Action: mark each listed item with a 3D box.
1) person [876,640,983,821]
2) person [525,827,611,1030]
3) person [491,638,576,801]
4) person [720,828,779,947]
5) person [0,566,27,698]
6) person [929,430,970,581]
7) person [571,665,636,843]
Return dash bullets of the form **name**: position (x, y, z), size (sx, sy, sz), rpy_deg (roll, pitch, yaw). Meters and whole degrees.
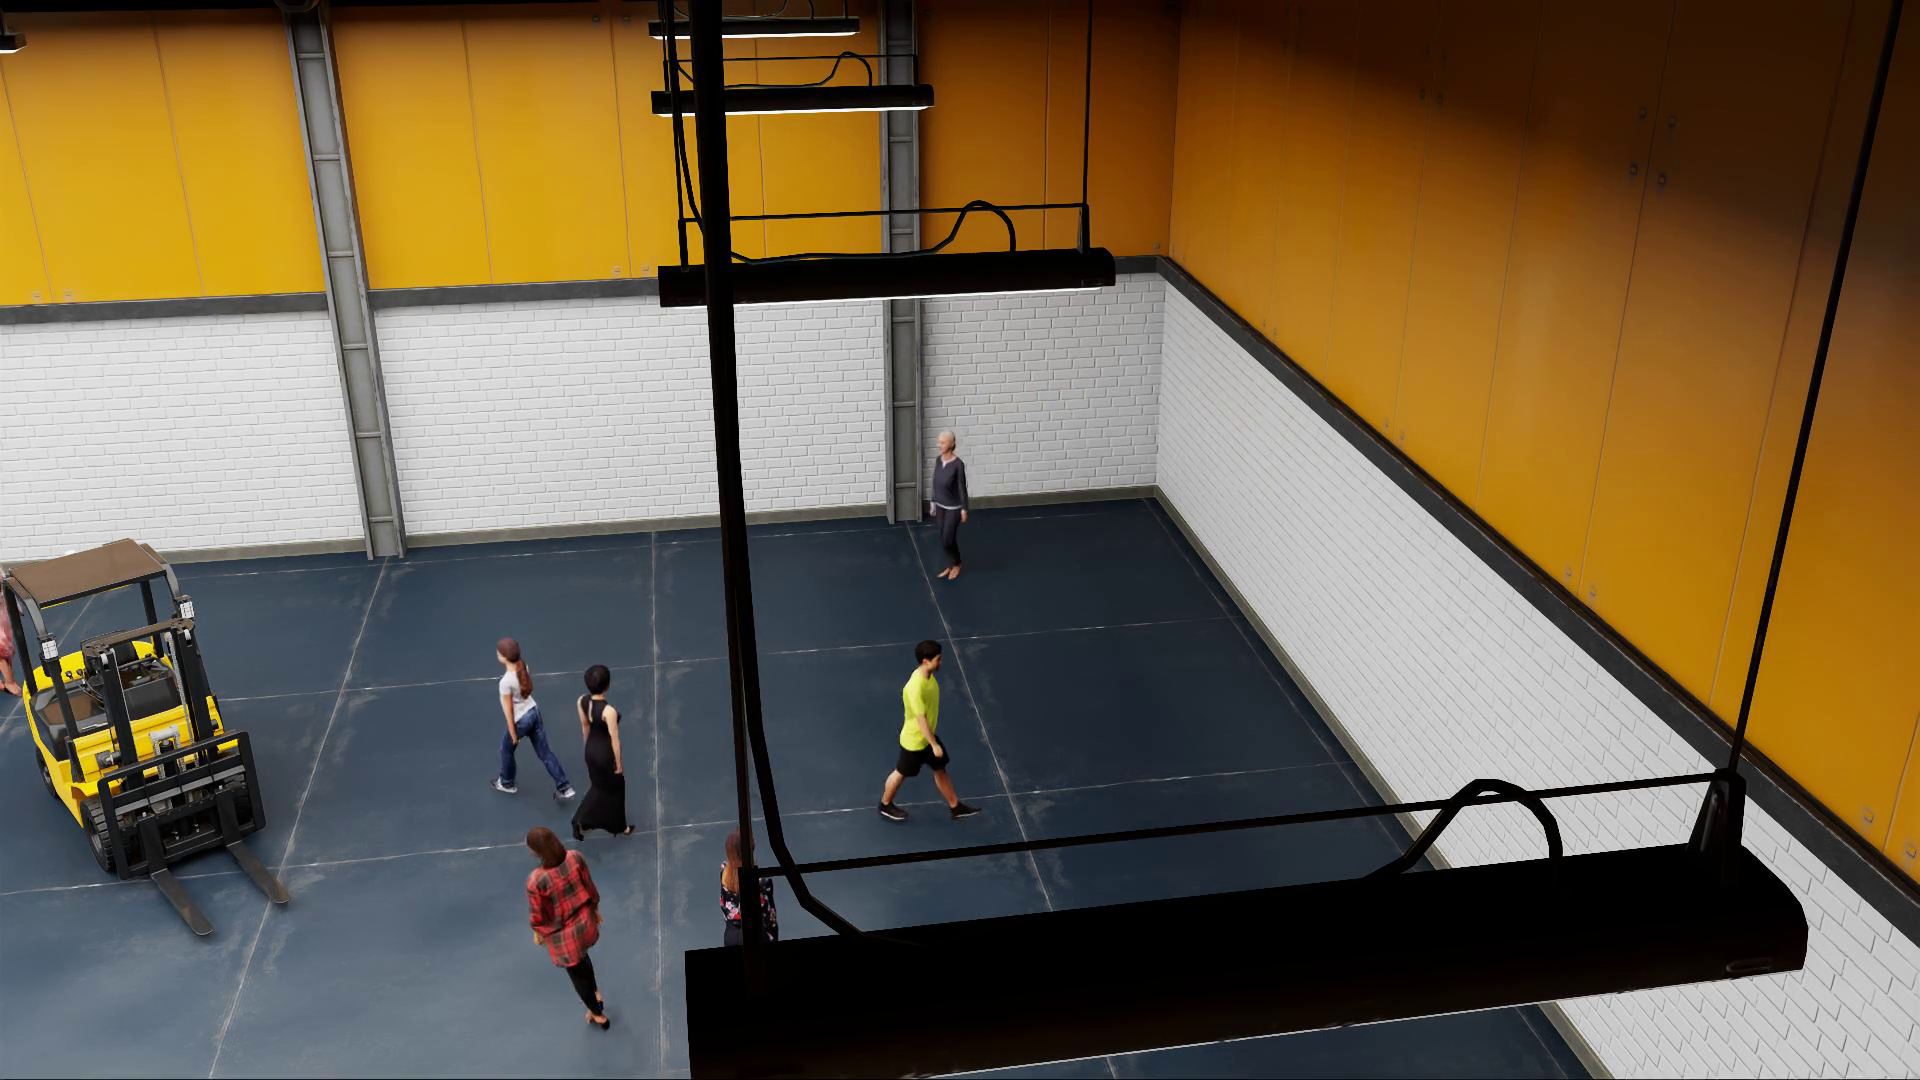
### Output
- **person**: position (-0.421, 1.616, 13.703), size (1.199, 1.655, 0.947), rpy_deg (6, 24, 14)
- **person**: position (-2.606, 2.681, 11.259), size (0.770, 1.661, 0.842), rpy_deg (-21, 31, -39)
- **person**: position (-3.624, 1.541, 14.034), size (1.125, 1.527, 0.980), rpy_deg (12, 27, 26)
- **person**: position (-1.432, 2.669, 11.261), size (0.627, 1.681, 0.707), rpy_deg (12, 27, 26)
- **person**: position (-9.271, 0.707, 15.757), size (0.809, 1.675, 0.747), rpy_deg (4, 24, 8)
- **person**: position (-0.060, -0.401, 18.241), size (0.771, 1.716, 0.747), rpy_deg (-21, 31, -39)
- **person**: position (-2.949, 1.780, 13.418), size (0.860, 1.582, 0.921), rpy_deg (17, 29, 34)
